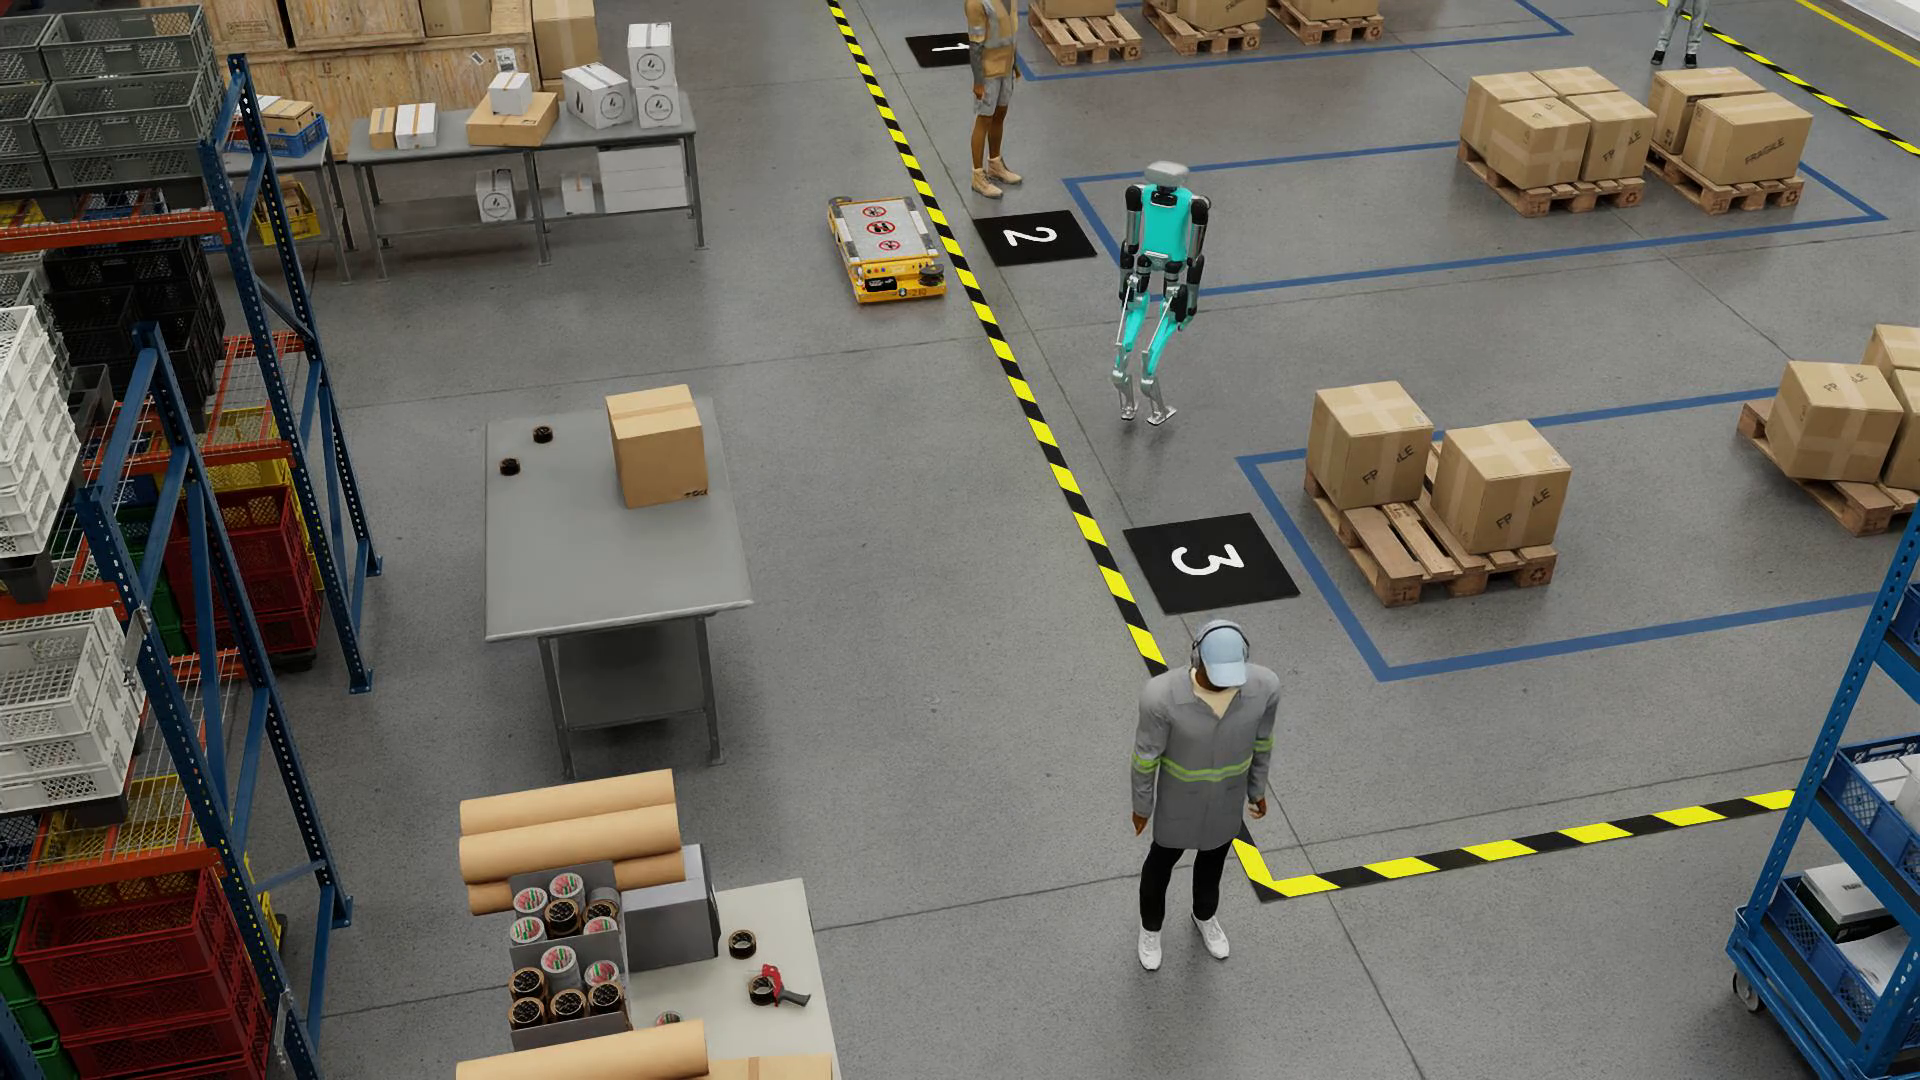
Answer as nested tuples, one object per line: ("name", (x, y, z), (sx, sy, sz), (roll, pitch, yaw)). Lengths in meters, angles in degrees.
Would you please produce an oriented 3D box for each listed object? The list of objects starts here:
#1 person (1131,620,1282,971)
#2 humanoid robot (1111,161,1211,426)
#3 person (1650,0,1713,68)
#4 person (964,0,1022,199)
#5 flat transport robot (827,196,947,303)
("person", (0.992, 1.055, 6.810), (0.597, 1.850, 0.396), (-6, 37, -8))
("humanoid robot", (1.136, -1.428, 10.134), (0.533, 1.672, 0.735), (17, 40, 22))
("person", (6.829, -5.296, 15.356), (0.599, 1.836, 0.404), (11, 38, 14))
("person", (0.289, -3.717, 13.065), (0.366, 2.045, 0.607), (21, 42, 26))
("flat transport robot", (-0.570, -2.220, 12.538), (0.659, 0.231, 1.431), (-8, 37, -10))
